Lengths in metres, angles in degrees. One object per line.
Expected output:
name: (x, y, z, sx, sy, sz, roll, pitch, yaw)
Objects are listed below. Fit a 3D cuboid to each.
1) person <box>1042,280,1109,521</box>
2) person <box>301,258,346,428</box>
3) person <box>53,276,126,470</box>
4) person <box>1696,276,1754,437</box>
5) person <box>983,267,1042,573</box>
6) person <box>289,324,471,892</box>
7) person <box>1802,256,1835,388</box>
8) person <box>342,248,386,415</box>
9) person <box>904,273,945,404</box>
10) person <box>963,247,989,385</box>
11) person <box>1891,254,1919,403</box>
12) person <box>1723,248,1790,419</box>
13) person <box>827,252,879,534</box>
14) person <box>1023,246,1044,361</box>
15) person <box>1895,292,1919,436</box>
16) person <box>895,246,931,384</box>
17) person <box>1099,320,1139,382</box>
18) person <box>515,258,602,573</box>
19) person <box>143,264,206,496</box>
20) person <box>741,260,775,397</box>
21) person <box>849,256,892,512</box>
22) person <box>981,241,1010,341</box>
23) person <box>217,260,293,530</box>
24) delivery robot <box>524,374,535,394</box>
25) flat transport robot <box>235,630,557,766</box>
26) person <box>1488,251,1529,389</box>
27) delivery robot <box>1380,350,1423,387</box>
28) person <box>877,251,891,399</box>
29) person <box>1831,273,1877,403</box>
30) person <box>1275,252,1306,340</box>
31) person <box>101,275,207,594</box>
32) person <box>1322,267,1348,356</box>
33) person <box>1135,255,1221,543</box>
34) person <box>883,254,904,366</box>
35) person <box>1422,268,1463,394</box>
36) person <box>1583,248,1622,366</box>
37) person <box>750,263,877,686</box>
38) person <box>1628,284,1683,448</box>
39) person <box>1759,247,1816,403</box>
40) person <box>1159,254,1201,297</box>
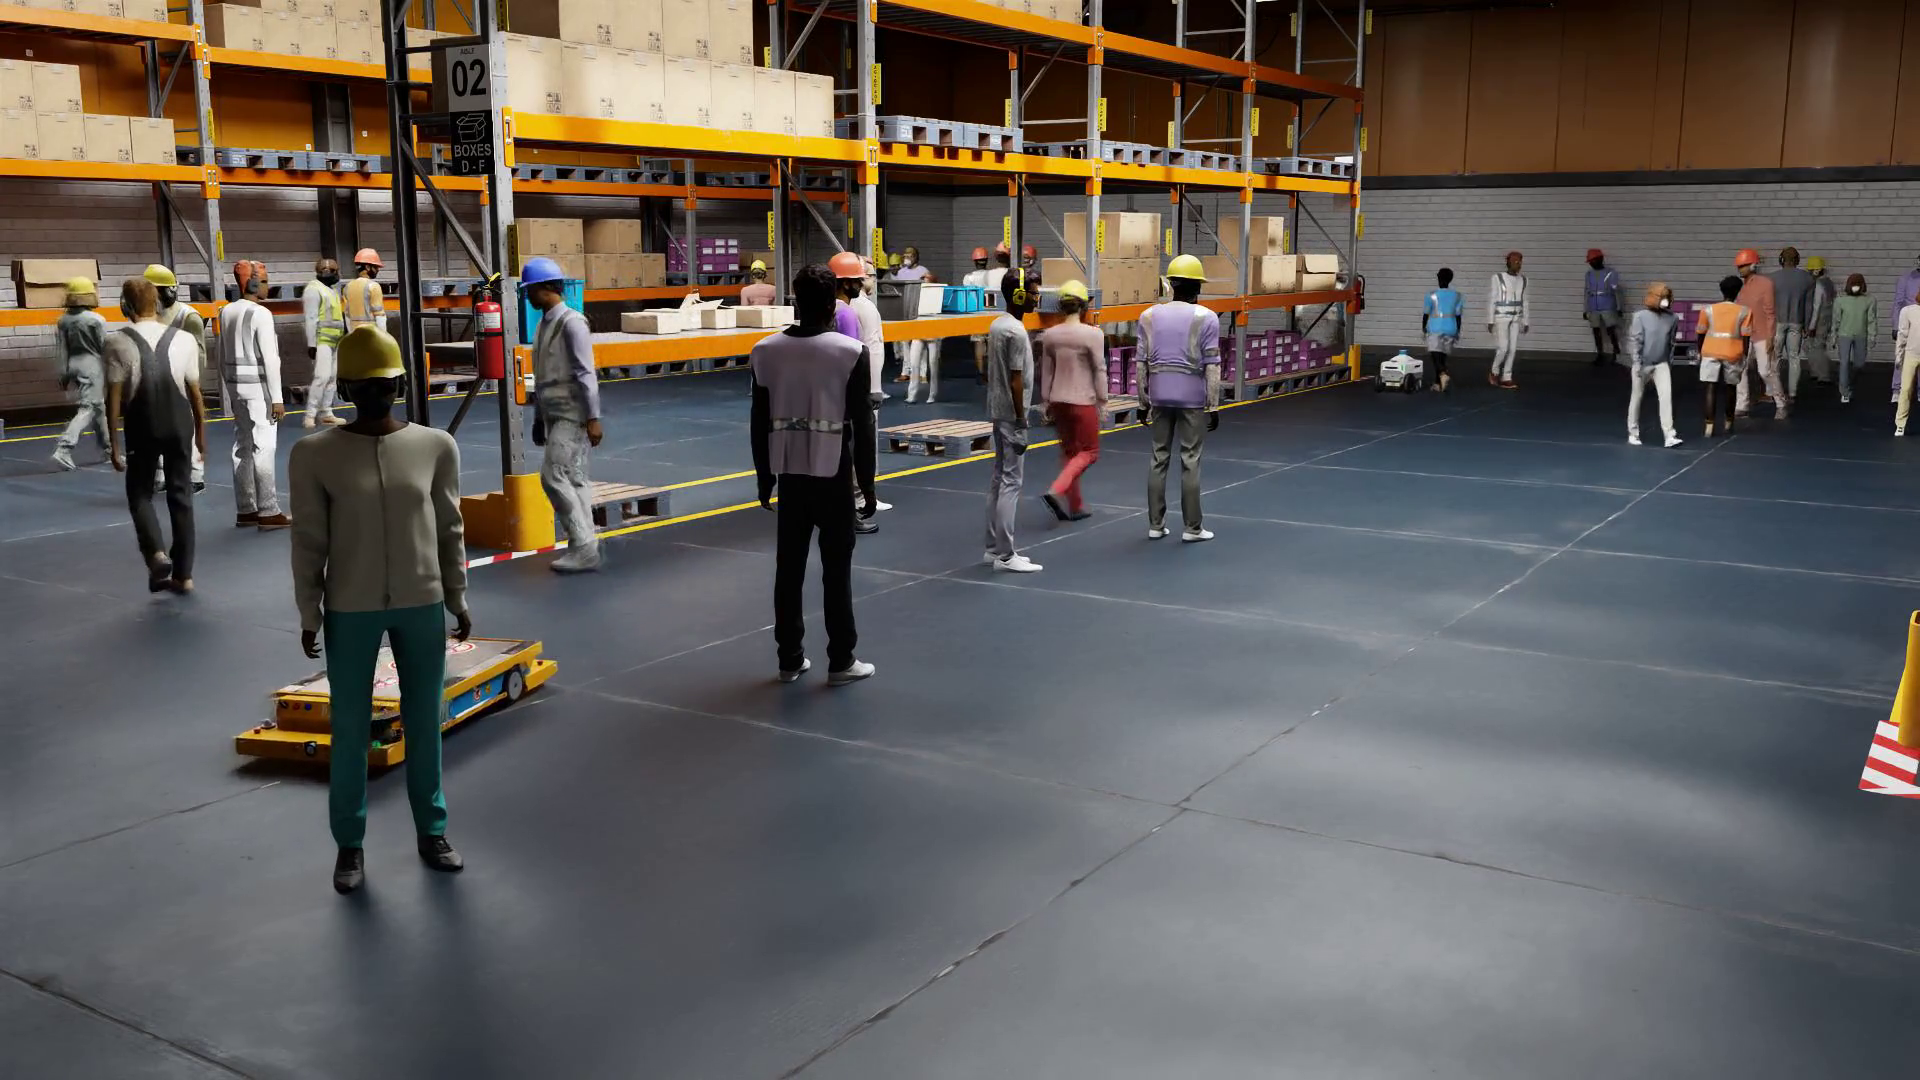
person: (0.797, -0.978, 11.854, 0.553, 1.740, 0.560, 9, 13, 40)
person: (-6.935, -2.137, 18.076, 0.480, 1.823, 0.662, 0, 10, 0)
person: (-7.813, -1.486, 14.815, 0.489, 1.714, 0.884, 4, 11, 20)
person: (7.941, -1.910, 17.314, 0.539, 1.640, 0.896, 5, 11, 26)
person: (0.323, -0.725, 10.160, 0.311, 1.860, 0.503, -3, 11, -15)
person: (-1.802, 0.211, 5.222, 0.533, 1.767, 0.323, -6, 12, -31)
person: (11.806, -2.994, 22.881, 0.516, 1.800, 0.609, 7, 13, 36)
person: (-6.316, -2.142, 17.807, 0.542, 1.930, 0.374, 6, 12, 30)
person: (-0.441, -2.458, 20.426, 0.529, 1.606, 0.744, 3, 11, 18)
person: (0.302, -3.124, 23.272, 0.566, 1.919, 0.515, -1, 10, -8)
person: (11.898, -2.634, 20.600, 0.639, 1.909, 0.406, 3, 11, 17)
person: (9.084, -2.329, 18.858, 0.799, 1.937, 0.626, -3, 11, -15)
person: (-0.794, -1.010, 11.509, 0.360, 1.939, 0.543, -5, 11, -25)
person: (0.951, -3.265, 23.991, 0.673, 1.942, 0.712, 3, 11, 18)
person: (9.904, -1.864, 17.113, 0.497, 1.629, 0.277, 5, 11, 25)
person: (-0.668, -3.169, 23.495, 0.648, 1.938, 0.363, 8, 13, 38)
person: (2.288, -3.275, 23.842, 0.661, 2.019, 0.522, 7, 12, 33)
person: (-2.452, -0.744, 10.115, 0.535, 1.913, 0.635, -7, 12, -34)
person: (-6.253, -1.253, 13.148, 0.601, 1.830, 0.403, 3, 11, 15)
person: (-2.569, -2.715, 21.459, 0.522, 1.761, 0.327, -4, 11, -19)
person: (-0.758, -1.170, 12.490, 0.401, 1.904, 0.651, -7, 12, -33)
person: (0.519, -2.583, 19.998, 0.606, 2.028, 0.501, 6, 12, 30)
person: (-4.953, -1.013, 11.681, 0.582, 1.882, 0.338, 7, 12, 35)
delivery robot: (-5.091, -1.957, 20.333, 0.707, 0.478, 0.477, 5, 11, 27)
flat transport robot: (-2.324, 0.634, 7.024, 0.652, 0.197, 1.431, 2, 11, 12)
person: (7.505, -2.991, 22.695, 0.600, 1.860, 0.415, -3, 11, -17)
delivery robot: (5.886, -2.284, 22.146, 0.477, 0.478, 0.707, 8, 13, 37)
person: (-1.157, -2.731, 21.186, 0.643, 1.885, 0.644, 3, 11, 17)
person: (11.181, -2.538, 20.851, 0.510, 1.615, 0.619, 3, 11, 15)
person: (5.162, -3.534, 25.643, 0.900, 1.899, 0.664, 1, 10, 6)
person: (-4.539, -0.578, 9.426, 0.535, 1.827, 0.449, -8, 13, -36)
person: (5.802, -3.451, 25.942, 0.633, 1.605, 0.533, 3, 11, 15)
person: (1.473, -0.943, 11.181, 0.591, 1.922, 0.380, 6, 12, 31)
person: (-1.017, -3.687, 26.763, 0.599, 1.782, 0.919, 2, 10, 9)
person: (6.375, -2.726, 21.919, 0.530, 1.629, 0.782, -1, 10, -5)
person: (10.365, -3.745, 26.807, 0.644, 1.889, 0.608, -8, 13, -37)
person: (-0.663, -0.289, 7.569, 0.600, 1.917, 0.376, 4, 11, 20)
person: (6.792, -1.685, 16.220, 0.502, 1.594, 0.823, -1, 10, -3)
person: (10.263, -2.664, 20.692, 0.628, 1.935, 0.373, 1, 10, 6)
person: (3.032, -3.042, 23.066, 0.626, 1.836, 0.428, 1, 10, 3)
